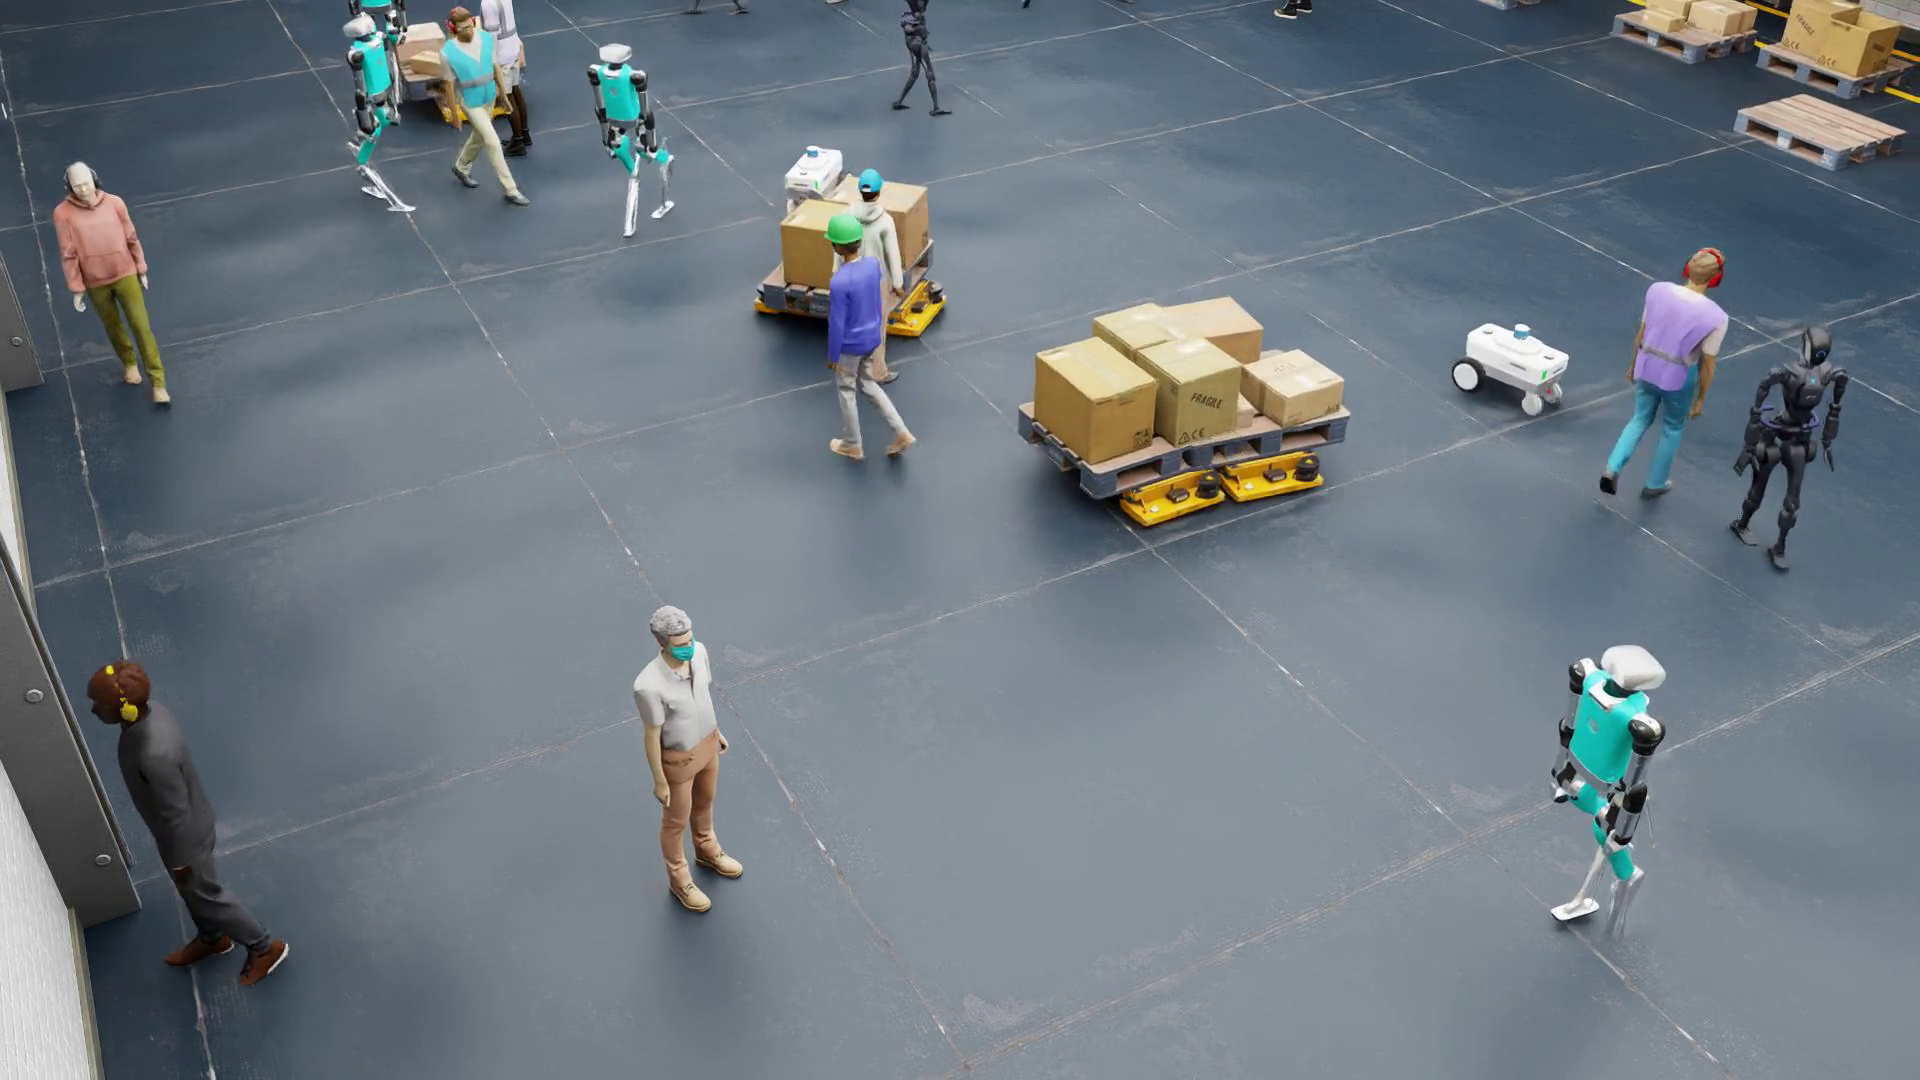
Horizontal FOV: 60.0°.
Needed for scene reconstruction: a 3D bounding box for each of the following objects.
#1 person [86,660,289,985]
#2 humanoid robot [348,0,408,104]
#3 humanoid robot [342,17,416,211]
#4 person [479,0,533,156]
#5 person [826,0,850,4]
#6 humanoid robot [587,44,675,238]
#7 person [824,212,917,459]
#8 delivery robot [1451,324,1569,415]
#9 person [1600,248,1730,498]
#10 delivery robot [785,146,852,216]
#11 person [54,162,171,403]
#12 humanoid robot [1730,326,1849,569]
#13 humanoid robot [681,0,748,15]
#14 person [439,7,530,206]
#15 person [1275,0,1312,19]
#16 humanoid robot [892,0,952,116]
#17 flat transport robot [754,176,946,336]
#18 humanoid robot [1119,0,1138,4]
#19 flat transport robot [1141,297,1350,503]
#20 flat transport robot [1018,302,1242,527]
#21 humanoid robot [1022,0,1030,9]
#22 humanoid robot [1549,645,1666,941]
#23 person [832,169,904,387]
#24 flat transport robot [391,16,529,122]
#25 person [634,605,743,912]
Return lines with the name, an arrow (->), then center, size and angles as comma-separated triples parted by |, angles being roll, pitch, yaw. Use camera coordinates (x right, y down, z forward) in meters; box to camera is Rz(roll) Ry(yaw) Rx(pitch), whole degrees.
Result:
person -> -3.514, 1.301, 7.490 | 0.496, 1.897, 0.491 | -20, 40, -26
humanoid robot -> -5.895, -5.240, 16.936 | 0.542, 1.792, 0.788 | -11, 36, -15
humanoid robot -> -5.399, -3.806, 14.883 | 0.863, 1.788, 0.574 | 10, 36, 14
person -> -4.404, -4.640, 15.894 | 0.384, 1.930, 0.542 | 2, 35, 3
person -> -1.504, -7.425, 19.861 | 0.410, 1.939, 0.564 | -13, 37, -18
humanoid robot -> -2.775, -3.555, 14.536 | 0.541, 1.745, 0.963 | 11, 36, 15
person -> -0.676, -1.329, 11.245 | 0.561, 1.857, 0.486 | 23, 41, 29
delivery robot -> 4.102, -1.321, 12.341 | 0.499, 0.581, 0.768 | -27, 43, -33
person -> 4.597, -1.043, 10.844 | 0.606, 1.826, 0.580 | -24, 42, -30
delivery robot -> -1.327, -3.298, 15.164 | 0.499, 0.581, 0.774 | 9, 36, 13
person -> -6.140, -1.847, 12.021 | 0.539, 1.797, 0.929 | -17, 38, -23
humanoid robot -> 5.170, -0.598, 10.355 | 0.615, 1.632, 0.637 | 1, 35, 1
humanoid robot -> -2.933, -6.948, 19.462 | 0.794, 1.628, 0.610 | -5, 35, -7
person -> -4.406, -3.954, 15.029 | 0.923, 1.798, 0.566 | 19, 39, 25
person -> 3.995, -7.098, 19.384 | 0.616, 1.957, 0.383 | -28, 44, -34
humanoid robot -> -0.405, -5.157, 16.889 | 0.596, 1.645, 0.603 | -6, 35, -9
flat transport robot -> -0.891, -1.975, 13.536 | 1.431, 0.231, 0.659 | 11, 37, 16
humanoid robot -> 1.871, -7.269, 19.885 | 0.631, 1.634, 0.600 | 22, 41, 29
flat transport robot -> 1.937, -0.754, 11.792 | 0.659, 0.231, 1.431 | -11, 37, -16
flat transport robot -> 1.152, -0.588, 11.555 | 0.659, 0.231, 1.431 | -18, 39, -24
humanoid robot -> 0.742, -7.266, 19.828 | 0.543, 1.771, 0.941 | -9, 36, -13
humanoid robot -> 3.096, 1.226, 7.782 | 0.714, 1.895, 0.540 | -13, 37, -18
person -> -0.667, -1.929, 12.251 | 0.531, 1.663, 0.406 | 12, 37, 16
flat transport robot -> -5.224, -4.752, 17.501 | 0.659, 0.231, 1.431 | -15, 38, -20
person -> -1.304, 1.024, 7.965 | 0.310, 1.746, 0.490 | 19, 39, 25
